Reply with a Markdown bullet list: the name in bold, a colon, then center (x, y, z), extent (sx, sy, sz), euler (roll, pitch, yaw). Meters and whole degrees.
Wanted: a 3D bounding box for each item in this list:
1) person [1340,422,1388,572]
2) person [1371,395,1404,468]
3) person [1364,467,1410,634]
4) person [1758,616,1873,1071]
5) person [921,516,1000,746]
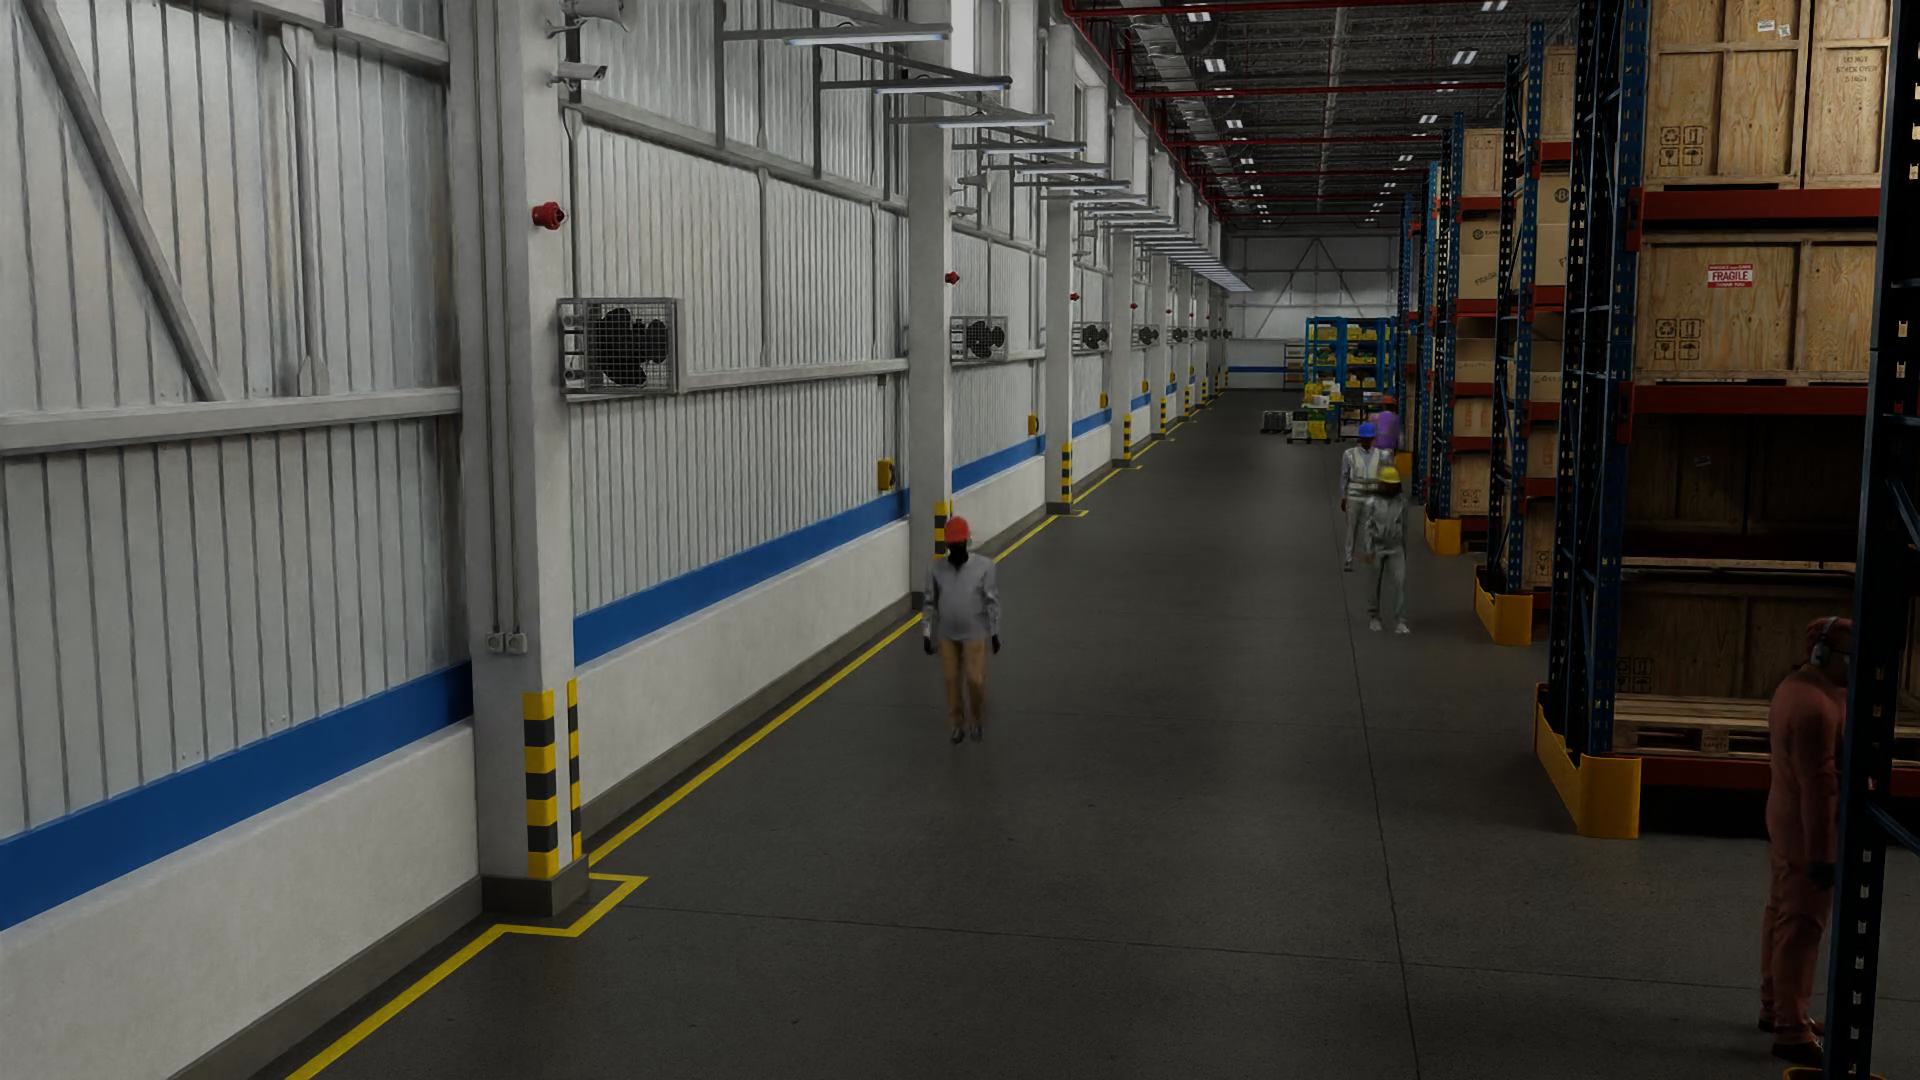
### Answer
- **person**: center (5.222, -0.549, 21.480), extent (0.609, 1.946, 0.405), euler (0, 7, 4)
- **person**: center (8.197, -1.801, 31.732), extent (0.559, 1.893, 0.893), euler (6, 9, 39)
- **person**: center (4.391, 0.123, 17.035), extent (0.503, 1.710, 0.823), euler (0, 7, -2)
- **person**: center (3.667, 1.268, 7.125), extent (0.404, 1.903, 0.636), euler (2, 8, 19)
- **person**: center (-0.004, 0.682, 12.441), extent (0.595, 1.736, 0.378), euler (2, 7, 13)
